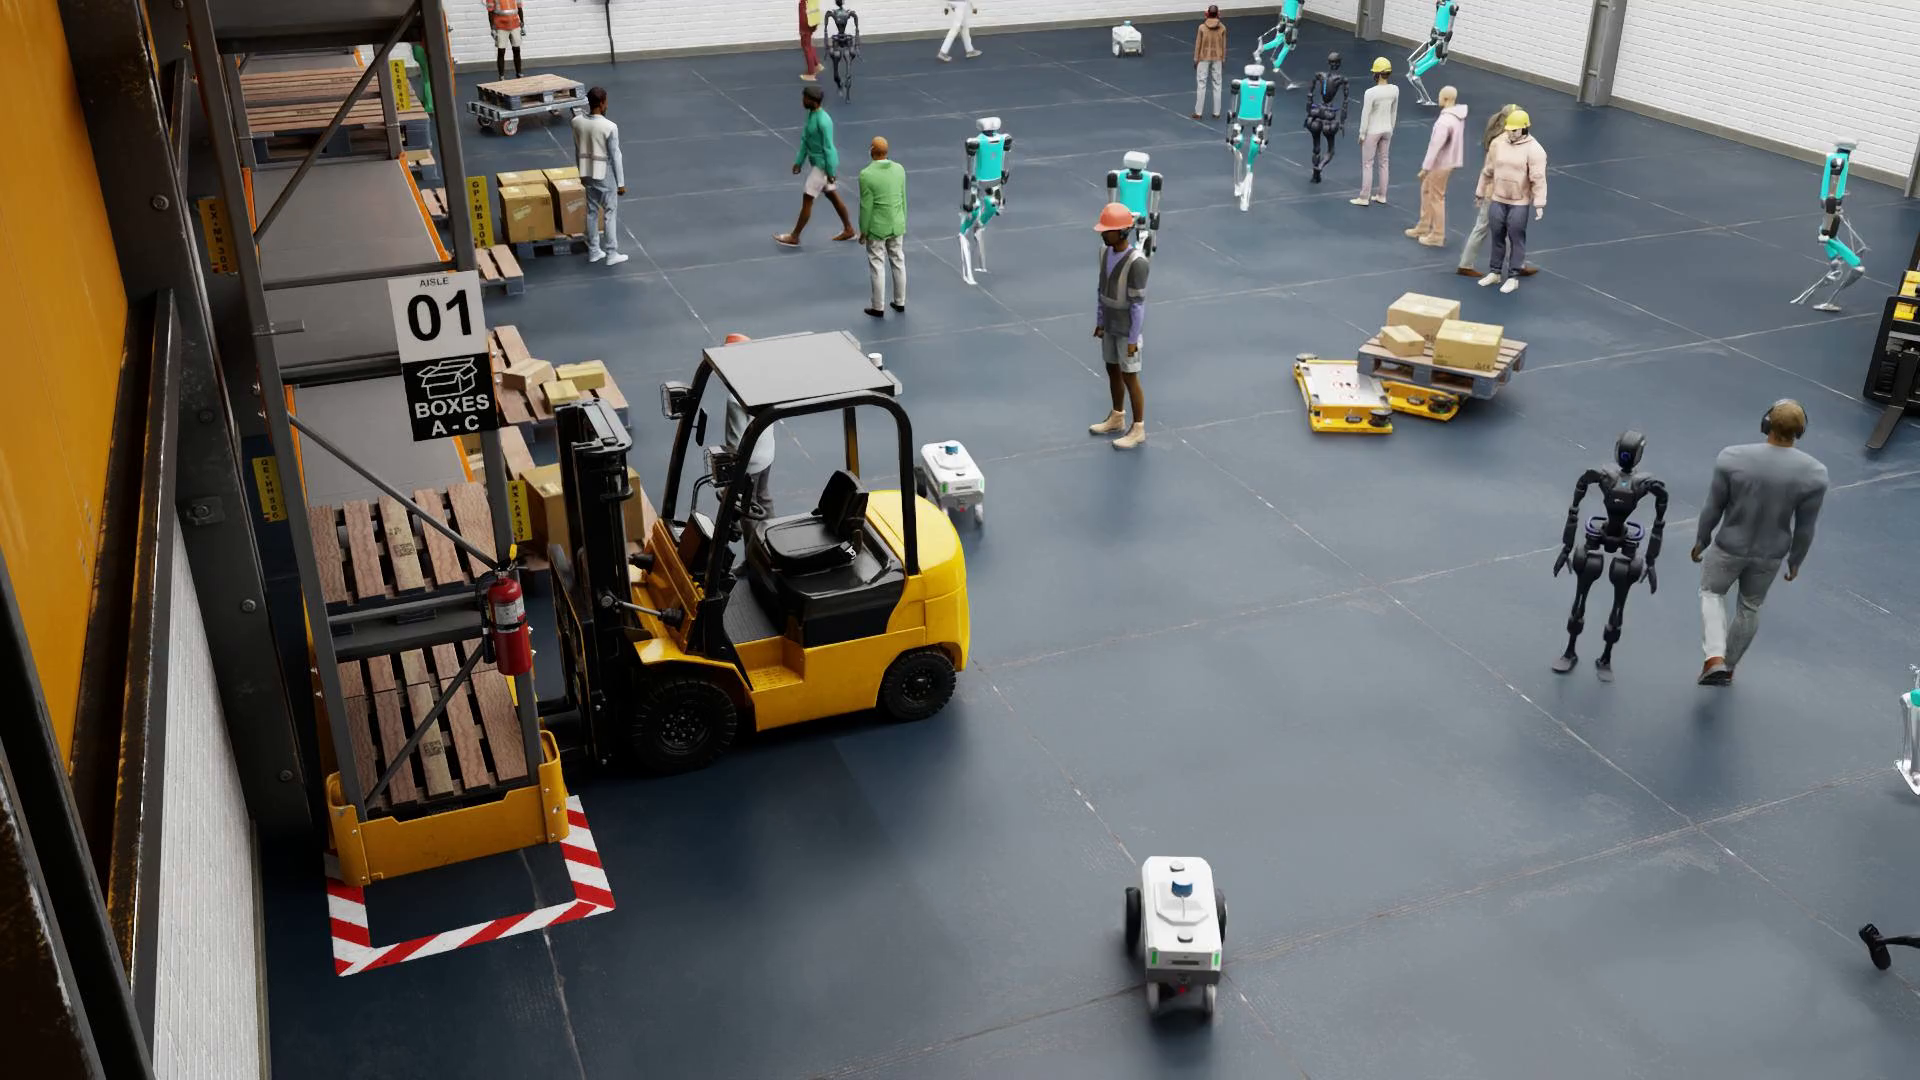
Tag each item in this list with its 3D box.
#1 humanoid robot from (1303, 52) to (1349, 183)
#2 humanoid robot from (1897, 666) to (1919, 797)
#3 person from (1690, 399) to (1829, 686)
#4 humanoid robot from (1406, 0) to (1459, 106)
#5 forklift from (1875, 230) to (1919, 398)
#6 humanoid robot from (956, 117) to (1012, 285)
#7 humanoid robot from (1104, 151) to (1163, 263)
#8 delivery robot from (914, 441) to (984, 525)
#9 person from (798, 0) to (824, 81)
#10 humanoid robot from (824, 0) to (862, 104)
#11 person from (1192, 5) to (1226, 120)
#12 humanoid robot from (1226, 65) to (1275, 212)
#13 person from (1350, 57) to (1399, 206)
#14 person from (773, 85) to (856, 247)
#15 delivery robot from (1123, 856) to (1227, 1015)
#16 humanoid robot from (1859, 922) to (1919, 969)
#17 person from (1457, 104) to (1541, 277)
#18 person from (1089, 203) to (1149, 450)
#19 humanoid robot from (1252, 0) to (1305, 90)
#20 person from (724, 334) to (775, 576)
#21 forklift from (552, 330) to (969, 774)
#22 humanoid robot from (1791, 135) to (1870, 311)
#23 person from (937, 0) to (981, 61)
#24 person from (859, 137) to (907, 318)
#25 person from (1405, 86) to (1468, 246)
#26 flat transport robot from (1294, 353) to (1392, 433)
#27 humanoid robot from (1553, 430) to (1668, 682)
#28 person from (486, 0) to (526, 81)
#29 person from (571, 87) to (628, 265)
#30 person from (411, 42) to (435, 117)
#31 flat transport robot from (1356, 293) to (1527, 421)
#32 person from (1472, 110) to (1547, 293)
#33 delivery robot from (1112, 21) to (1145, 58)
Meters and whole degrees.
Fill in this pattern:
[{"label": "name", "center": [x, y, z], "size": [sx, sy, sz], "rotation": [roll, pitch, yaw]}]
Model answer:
[{"label": "humanoid robot", "center": [4.568, -5.312, 21.000], "size": [0.590, 1.642, 0.514], "rotation": [18, 32, 31]}, {"label": "humanoid robot", "center": [5.351, 0.770, 8.864], "size": [0.530, 1.746, 1.027], "rotation": [4, 27, 9]}, {"label": "person", "center": [4.767, 0.068, 10.013], "size": [0.643, 1.921, 0.597], "rotation": [8, 28, 15]}, {"label": "humanoid robot", "center": [6.959, -7.328, 24.781], "size": [0.735, 1.677, 0.533], "rotation": [-6, 27, -11]}, {"label": "forklift", "center": [9.029, -2.397, 14.618], "size": [1.214, 2.155, 2.313], "rotation": [18, 32, 32]}, {"label": "humanoid robot", "center": [0.147, -3.598, 17.514], "size": [0.531, 1.782, 0.794], "rotation": [-16, 31, -29]}, {"label": "humanoid robot", "center": [1.601, -2.713, 15.794], "size": [0.545, 1.795, 0.908], "rotation": [4, 27, 8]}, {"label": "delivery robot", "center": [-0.068, -0.466, 12.601], "size": [0.499, 0.598, 0.777], "rotation": [-7, 27, -13]}, {"label": "person", "center": [-2.470, -8.320, 26.878], "size": [0.440, 1.757, 0.498], "rotation": [11, 29, 21]}, {"label": "humanoid robot", "center": [-1.798, -7.590, 25.573], "size": [0.592, 1.633, 0.773], "rotation": [1, 27, 2]}, {"label": "person", "center": [3.665, -7.007, 24.394], "size": [0.459, 1.644, 0.313], "rotation": [-2, 27, -4]}, {"label": "humanoid robot", "center": [3.492, -4.928, 20.230], "size": [0.538, 1.779, 1.032], "rotation": [3, 27, 6]}, {"label": "person", "center": [5.042, -4.945, 20.165], "size": [0.526, 1.759, 0.333], "rotation": [-14, 30, -25]}, {"label": "person", "center": [-1.624, -4.186, 18.615], "size": [0.994, 1.793, 0.489], "rotation": [-7, 28, -13]}, {"label": "delivery robot", "center": [1.051, 1.855, 7.996], "size": [0.499, 0.610, 0.804], "rotation": [1, 27, 2]}, {"label": "humanoid robot", "center": [4.651, 1.421, 7.621], "size": [0.595, 1.633, 0.651], "rotation": [-18, 32, -31]}, {"label": "person", "center": [5.754, -3.629, 17.471], "size": [0.844, 1.838, 0.557], "rotation": [13, 29, 24]}, {"label": "person", "center": [1.270, -1.735, 13.492], "size": [0.436, 2.030, 0.622], "rotation": [-13, 30, -25]}, {"label": "humanoid robot", "center": [4.927, -7.857, 26.041], "size": [1.028, 1.767, 0.535], "rotation": [-11, 29, -21]}, {"label": "person", "center": [-1.471, -0.589, 11.523], "size": [0.348, 1.738, 0.572], "rotation": [8, 28, 16]}, {"label": "forklift", "center": [-1.094, 0.010, 9.831], "size": [2.313, 2.155, 1.214], "rotation": [-10, 28, -20]}, {"label": "humanoid robot", "center": [8.803, -3.094, 16.530], "size": [0.751, 1.806, 0.554], "rotation": [12, 29, 23]}, {"label": "person", "center": [-0.041, -9.165, 28.478], "size": [0.979, 1.839, 0.573], "rotation": [-19, 32, -33]}, {"label": "person", "center": [-0.766, -3.089, 16.448], "size": [0.539, 1.784, 0.388], "rotation": [-16, 31, -29]}, {"label": "person", "center": [5.324, -4.193, 18.658], "size": [0.611, 1.760, 0.569], "rotation": [14, 30, 26]}, {"label": "flat transport robot", "center": [3.337, -1.283, 14.540], "size": [0.659, 0.231, 1.431], "rotation": [2, 27, 3]}, {"label": "humanoid robot", "center": [3.997, 0.092, 10.238], "size": [0.609, 1.663, 0.311], "rotation": [11, 29, 20]}, {"label": "person", "center": [-7.165, -8.143, 26.313], "size": [0.601, 1.957, 0.381], "rotation": [-19, 33, -34]}, {"label": "person", "center": [-3.887, -3.921, 17.969], "size": [0.596, 1.907, 0.410], "rotation": [13, 29, 24]}, {"label": "person", "center": [-7.839, -7.151, 24.475], "size": [0.424, 1.825, 0.553], "rotation": [-11, 29, -22]}, {"label": "flat transport robot", "center": [4.264, -1.421, 14.813], "size": [0.659, 0.231, 1.431], "rotation": [16, 31, 29]}, {"label": "person", "center": [5.717, -3.521, 17.232], "size": [0.432, 1.854, 0.814], "rotation": [-21, 34, -36]}, {"label": "delivery robot", "center": [2.917, -8.755, 29.077], "size": [0.499, 0.590, 0.793], "rotation": [-5, 27, -10]}]
